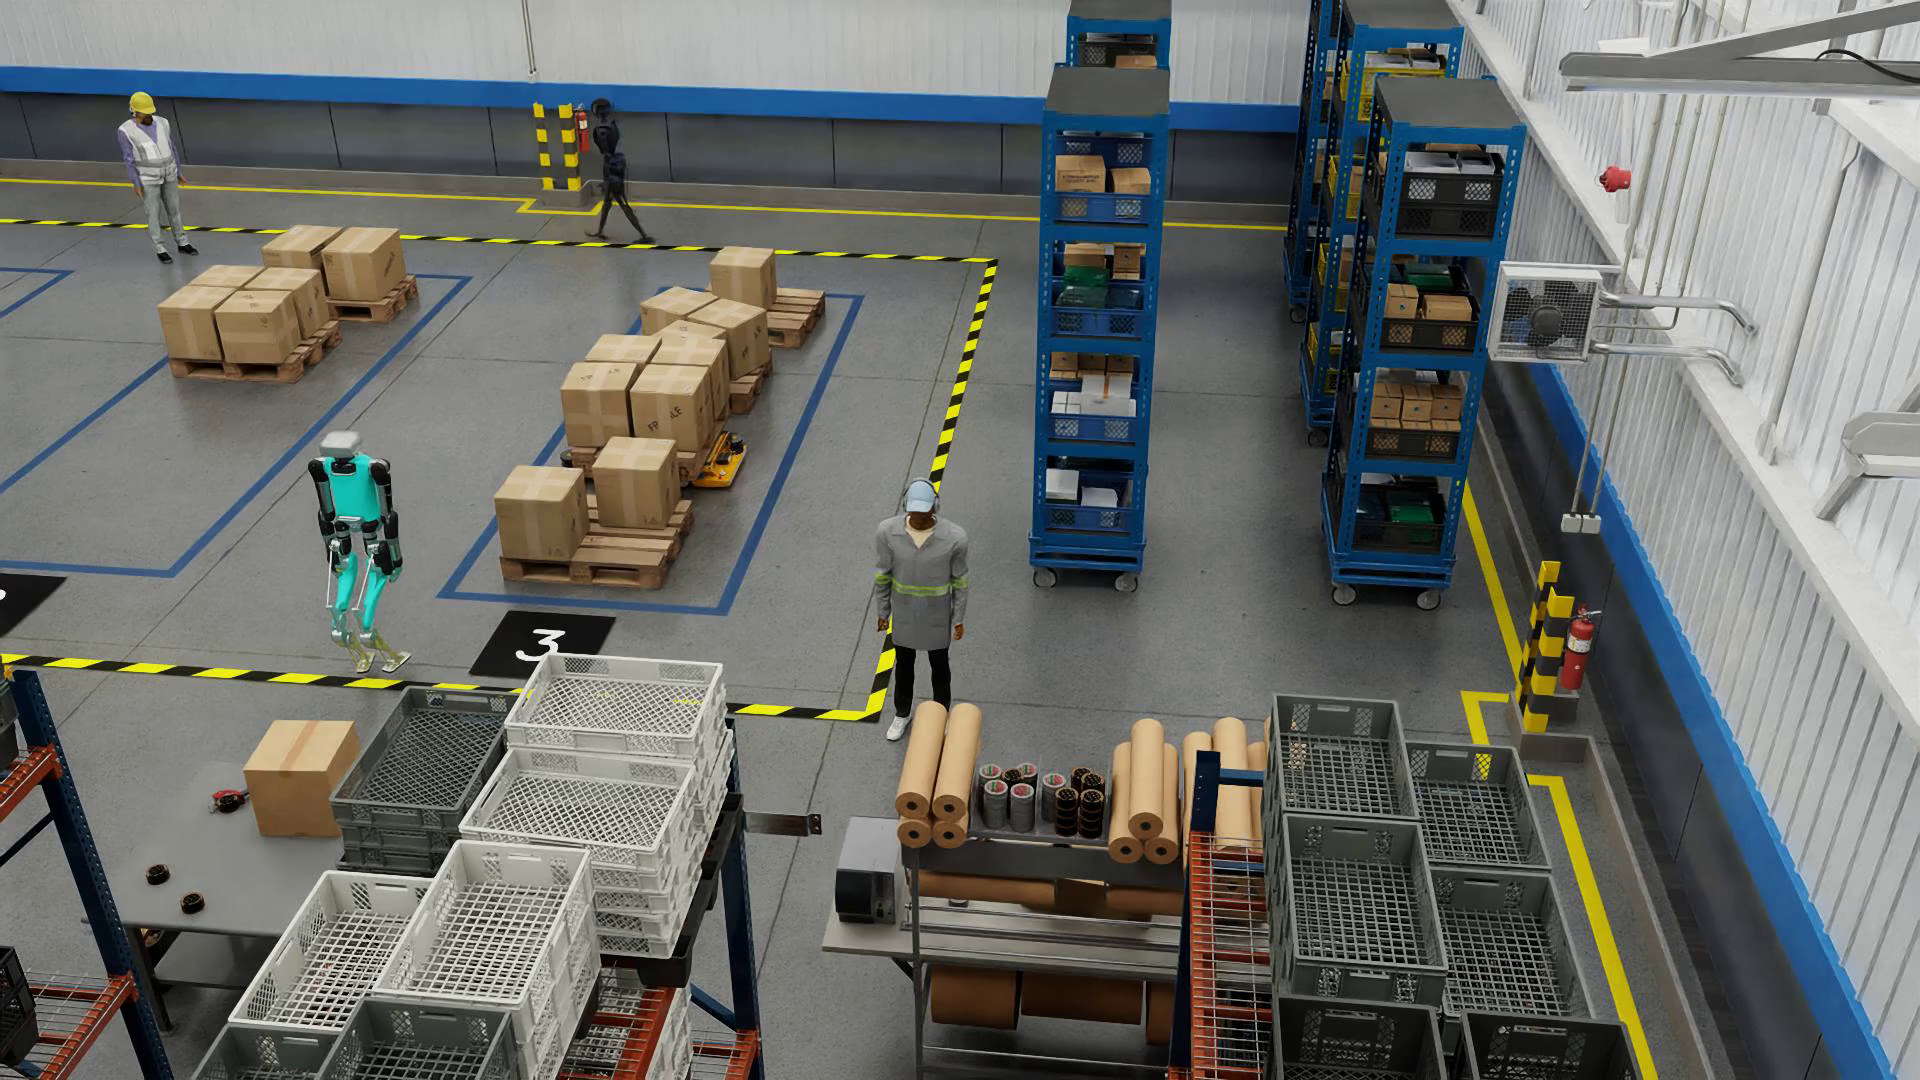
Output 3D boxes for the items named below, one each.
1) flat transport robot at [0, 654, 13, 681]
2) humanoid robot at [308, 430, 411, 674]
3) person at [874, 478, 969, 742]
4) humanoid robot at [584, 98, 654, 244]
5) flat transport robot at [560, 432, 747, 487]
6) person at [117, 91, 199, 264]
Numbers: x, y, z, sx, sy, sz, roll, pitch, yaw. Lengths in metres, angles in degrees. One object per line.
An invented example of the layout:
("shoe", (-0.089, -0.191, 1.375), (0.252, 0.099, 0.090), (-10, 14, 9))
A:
("flat transport robot", (-7.142, 0.969, 11.010), (1.431, 0.231, 0.659), (3, 30, 6))
("humanoid robot", (-3.954, 0.166, 10.791), (0.533, 1.681, 0.735), (3, 30, 6))
("person", (-0.244, 0.447, 10.331), (0.588, 1.852, 0.375), (4, 30, 7))
("humanoid robot", (-3.819, -4.031, 18.246), (0.785, 1.626, 0.600), (-2, 30, -4))
("flat transport robot", (-2.554, -0.707, 13.861), (1.431, 0.197, 0.652), (3, 30, 6))
("person", (-8.593, -3.891, 17.811), (0.403, 1.823, 0.585), (20, 36, 30))
